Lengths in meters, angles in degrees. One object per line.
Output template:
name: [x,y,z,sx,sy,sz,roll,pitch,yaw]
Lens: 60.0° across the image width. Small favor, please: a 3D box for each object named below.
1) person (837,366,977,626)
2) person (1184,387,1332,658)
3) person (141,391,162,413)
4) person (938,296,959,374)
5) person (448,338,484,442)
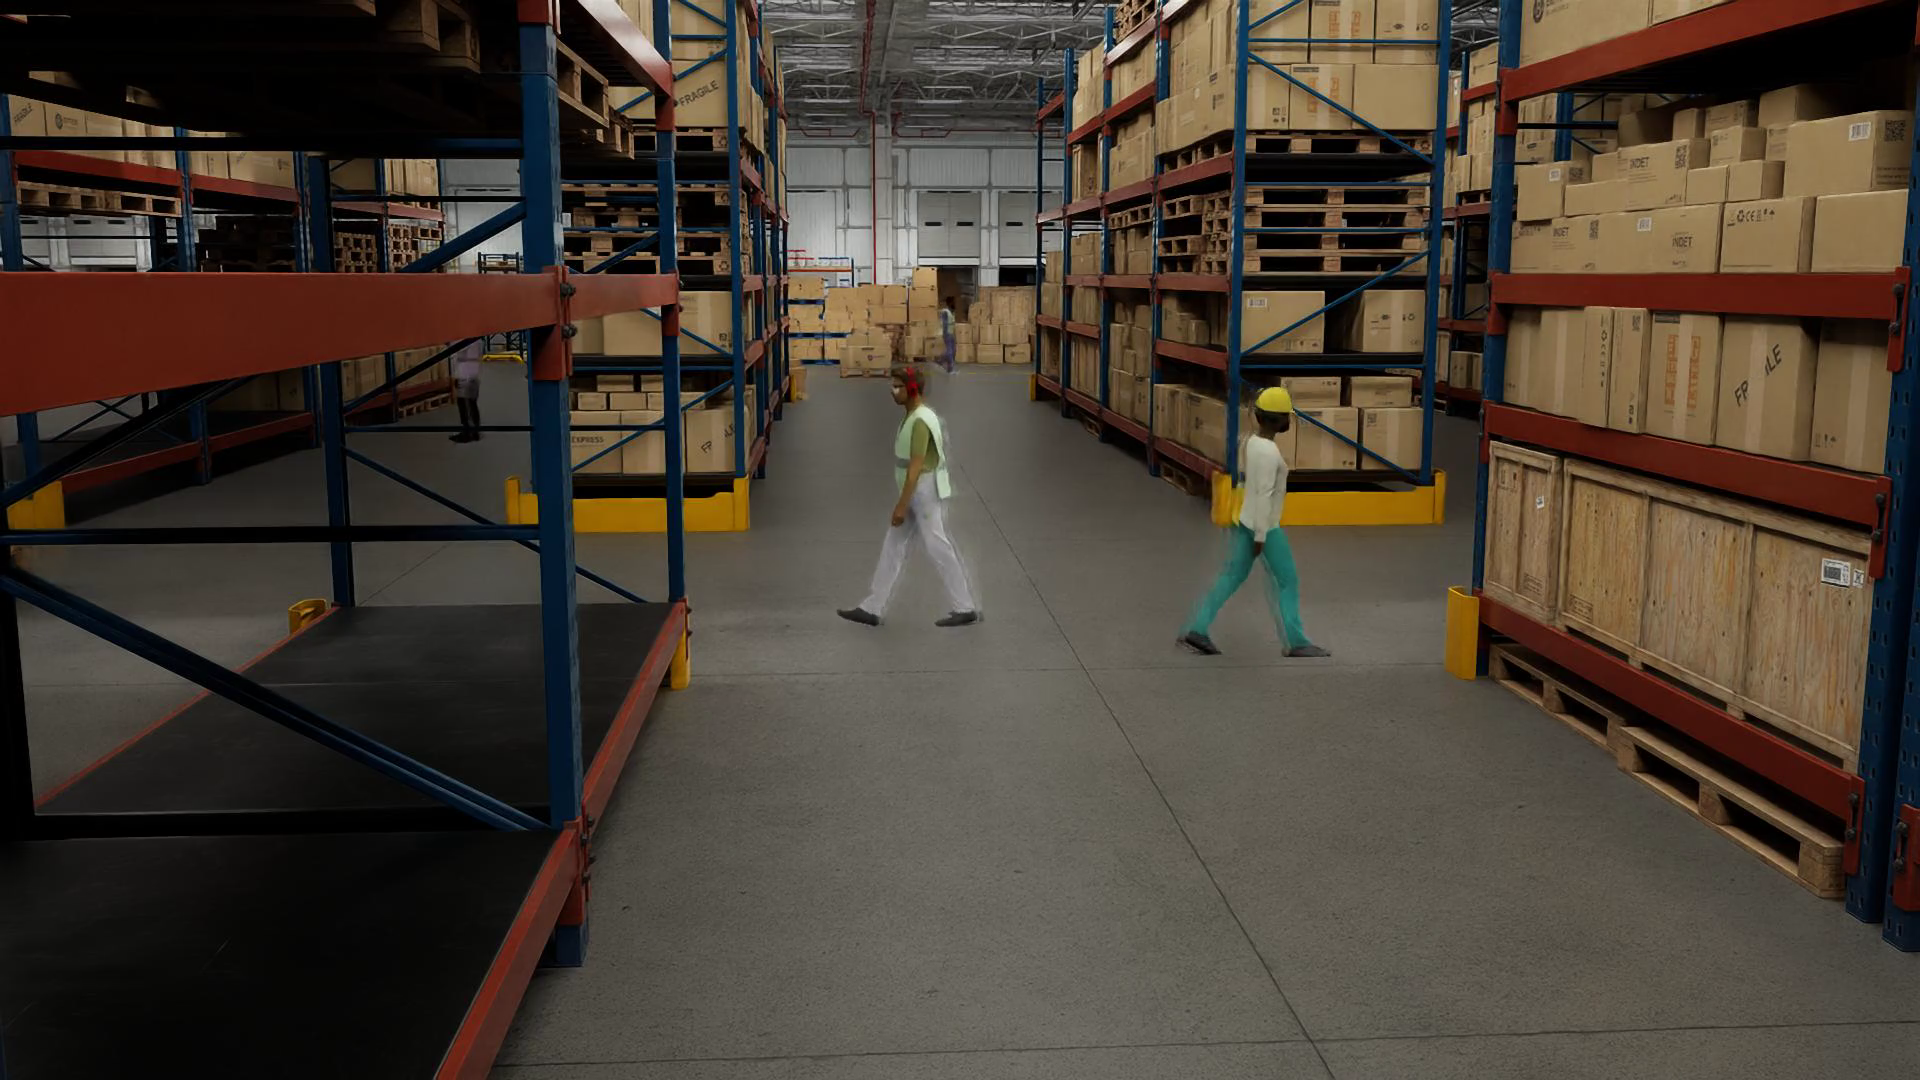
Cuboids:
person: [-0.325,-0.281,11.296,0.975,1.793,0.586,-2,9,-12]
person: [1.854,-0.105,10.420,0.905,1.720,0.517,-1,9,-5]
person: [-13.382,-2.811,27.474,0.538,1.700,0.317,-5,10,-30]
person: [-0.254,-4.959,40.314,0.438,1.906,0.627,3,10,20]
person: [-7.173,-2.366,24.106,0.484,1.885,0.707,5,11,31]
